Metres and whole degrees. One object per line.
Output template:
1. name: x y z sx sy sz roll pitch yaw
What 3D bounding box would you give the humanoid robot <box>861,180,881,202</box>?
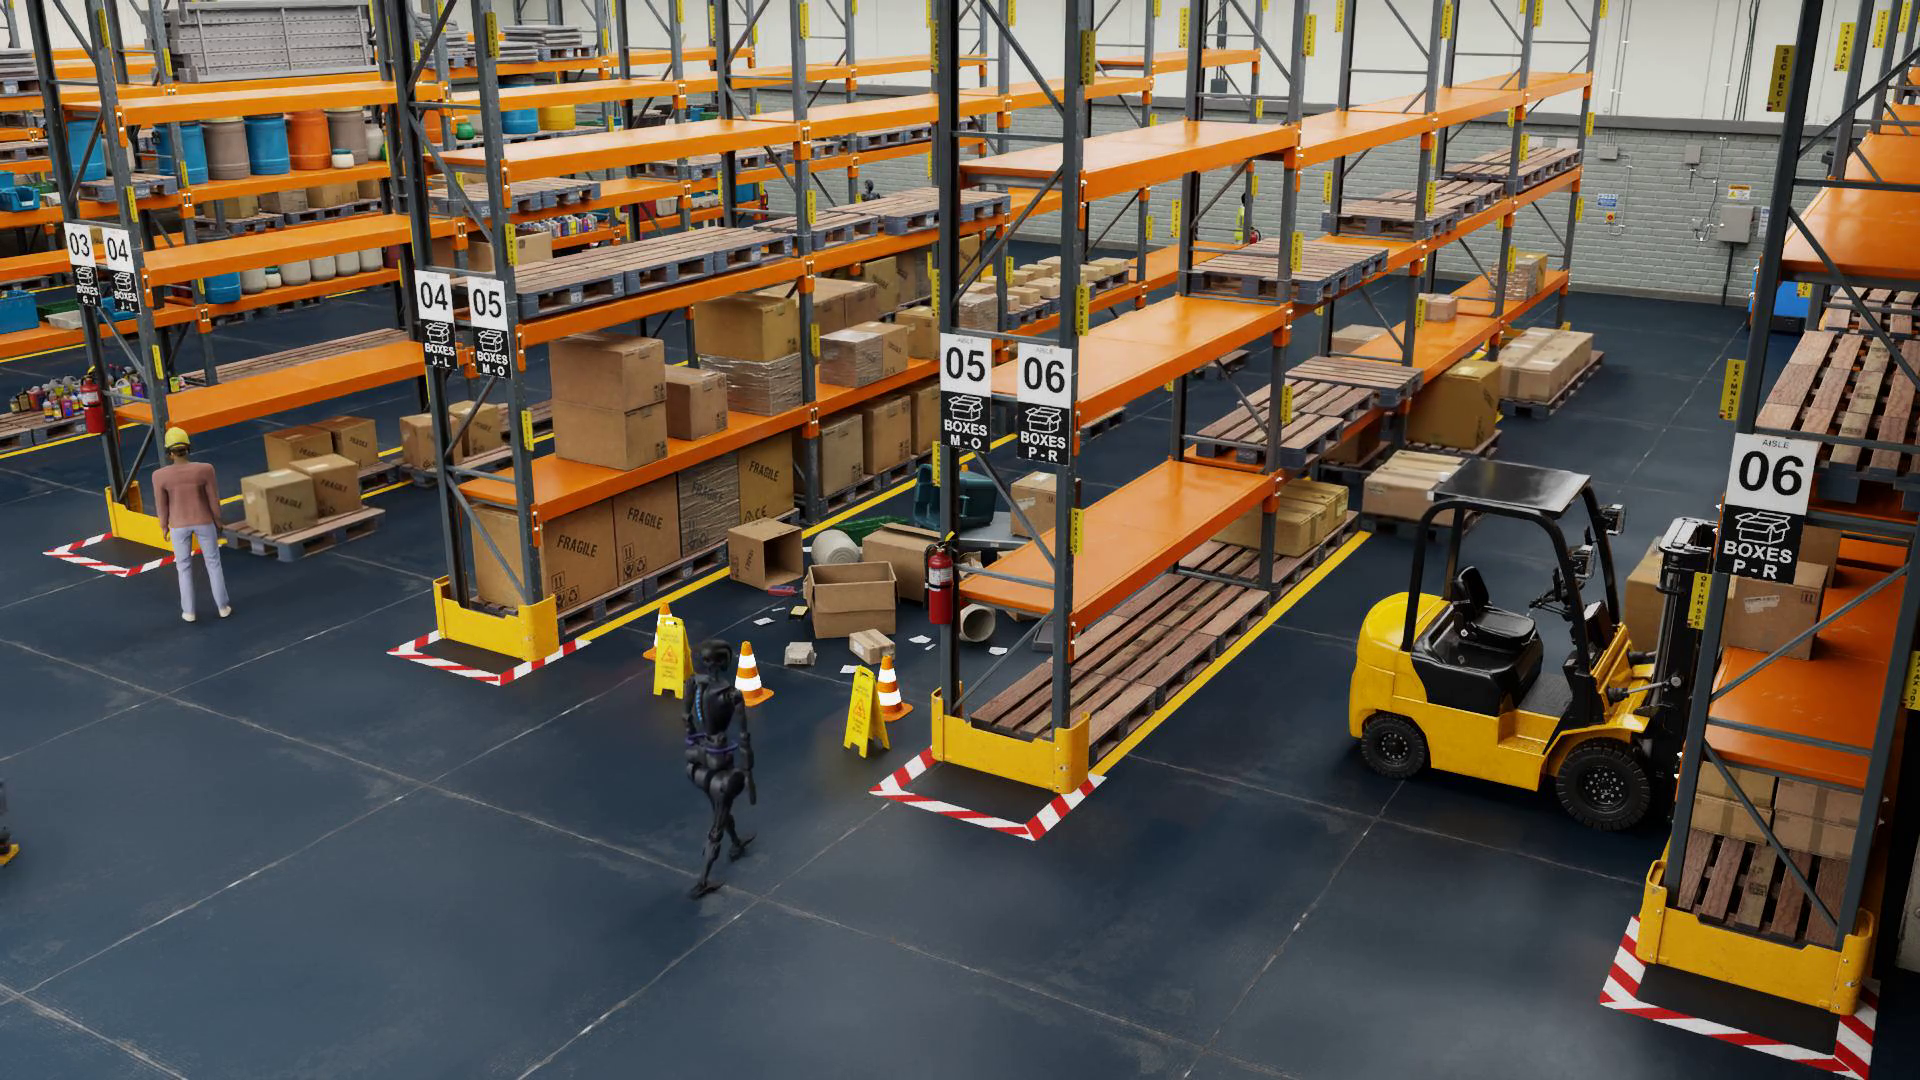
1. humanoid robot: -1.703 -6.169 32.349 0.598 1.628 0.751 -10 21 -26

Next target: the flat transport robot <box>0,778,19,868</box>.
1. flat transport robot: -6.896 2.071 10.626 1.431 0.231 0.659 0 19 1

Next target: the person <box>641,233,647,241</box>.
1. person: -6.435 -6.513 33.125 0.520 1.777 0.749 6 20 17

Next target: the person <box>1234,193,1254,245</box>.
1. person: 5.181 -5.512 30.382 0.323 1.686 0.539 -2 19 -5

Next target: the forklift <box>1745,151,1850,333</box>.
1. forklift: 13.620 -4.667 26.137 1.873 2.768 1.129 11 22 29

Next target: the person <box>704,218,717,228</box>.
1. person: -5.238 -7.062 34.864 0.490 1.688 0.348 -6 20 -18

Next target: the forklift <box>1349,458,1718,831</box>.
1. forklift: 3.988 0.658 11.776 2.313 2.155 1.214 11 22 29

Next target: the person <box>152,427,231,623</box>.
1. person: -6.814 -0.139 14.743 0.522 1.761 0.344 -8 21 -23

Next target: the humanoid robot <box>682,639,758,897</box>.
1. humanoid robot: -1.494 1.387 10.501 0.616 1.623 0.752 14 24 35
